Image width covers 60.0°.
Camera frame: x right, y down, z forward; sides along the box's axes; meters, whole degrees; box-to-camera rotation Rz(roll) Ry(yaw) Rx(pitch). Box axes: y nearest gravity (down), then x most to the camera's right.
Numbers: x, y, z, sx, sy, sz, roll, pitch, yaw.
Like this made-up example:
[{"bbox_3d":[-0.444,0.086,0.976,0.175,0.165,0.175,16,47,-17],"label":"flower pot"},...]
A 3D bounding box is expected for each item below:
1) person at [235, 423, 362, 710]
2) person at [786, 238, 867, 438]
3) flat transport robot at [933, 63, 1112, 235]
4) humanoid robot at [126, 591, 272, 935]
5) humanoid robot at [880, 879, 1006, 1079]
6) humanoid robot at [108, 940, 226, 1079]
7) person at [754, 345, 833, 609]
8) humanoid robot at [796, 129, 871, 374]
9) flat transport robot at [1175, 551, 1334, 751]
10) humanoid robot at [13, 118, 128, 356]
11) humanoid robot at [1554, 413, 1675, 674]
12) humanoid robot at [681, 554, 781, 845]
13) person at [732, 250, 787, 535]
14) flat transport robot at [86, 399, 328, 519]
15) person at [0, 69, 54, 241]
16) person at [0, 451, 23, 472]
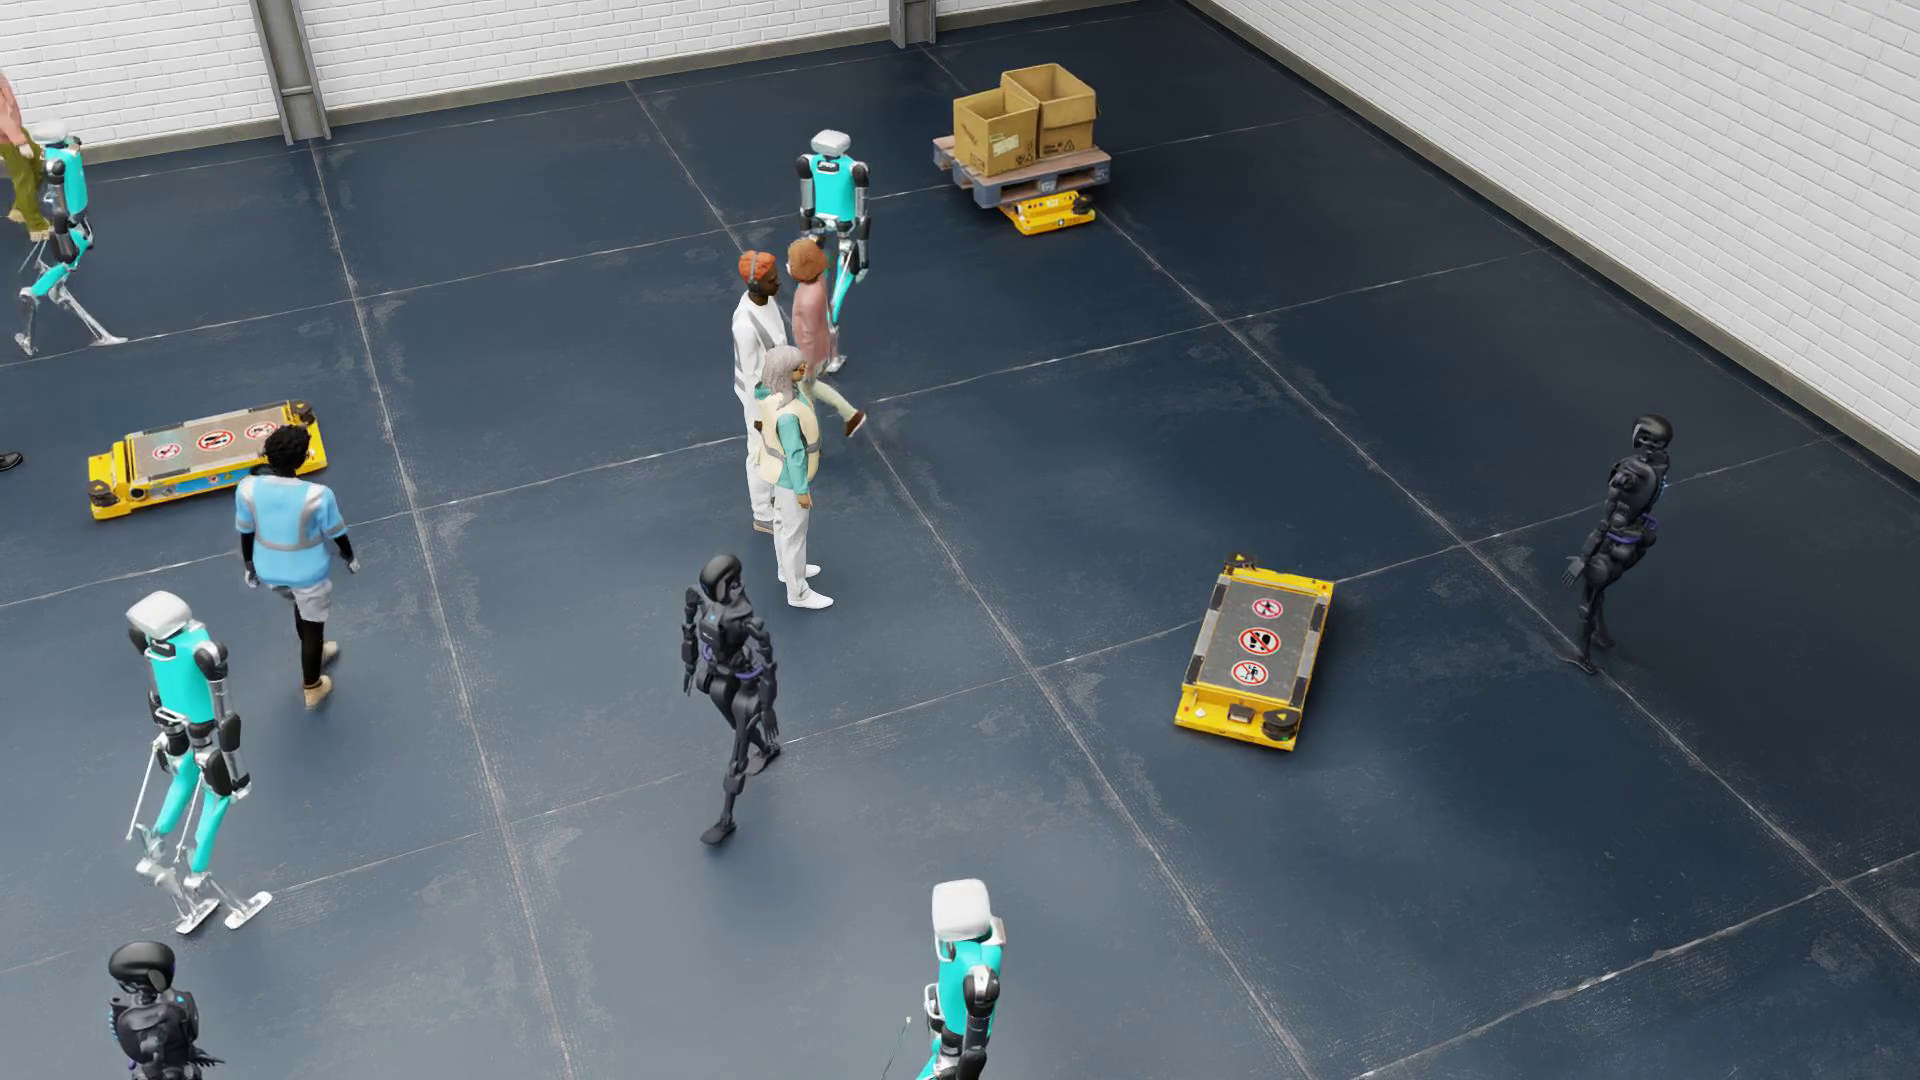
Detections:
[{"bbox_3d":[-3.533,0.141,8.947,0.553,1.650,0.613,5,38,7],"label":"person"},{"bbox_3d":[-0.929,-1.225,10.754,0.508,1.615,0.508,1,38,1],"label":"person"},{"bbox_3d":[0.534,-3.037,14.226,0.659,0.231,1.431,-16,40,-20],"label":"flat transport robot"},{"bbox_3d":[-3.612,1.128,7.582,0.564,1.735,0.851,18,41,22],"label":"humanoid robot"},{"bbox_3d":[-0.143,2.009,6.453,0.920,1.769,0.546,-5,38,-6],"label":"humanoid robot"},{"bbox_3d":[-3.043,2.152,6.319,0.510,1.636,0.611,-14,40,-17],"label":"humanoid robot"},{"bbox_3d":[-0.982,-0.363,9.564,0.366,1.709,0.462,-10,39,-12],"label":"person"},{"bbox_3d":[-0.945,-1.838,11.544,0.537,1.877,0.738,13,40,17],"label":"humanoid robot"},{"bbox_3d":[1.703,0.605,9.486,0.659,0.231,1.431,11,39,15],"label":"flat transport robot"},{"bbox_3d":[-6.556,-2.102,11.839,0.949,1.803,0.530,-5,38,-7],"label":"humanoid robot"},{"bbox_3d":[3.558,0.035,9.076,0.612,1.650,0.334,-27,45,-31],"label":"humanoid robot"},{"bbox_3d":[-1.162,0.712,8.236,0.616,1.613,0.798,22,43,26],"label":"humanoid robot"},{"bbox_3d":[-1.179,-0.897,10.117,0.354,1.883,0.572,3,38,4],"label":"person"},{"bbox_3d":[-4.974,-0.546,10.984,1.431,0.231,0.659,-15,40,-19],"label":"flat transport robot"},{"bbox_3d":[-7.530,-3.225,13.197,0.428,1.819,0.529,-14,40,-18],"label":"person"},{"bbox_3d":[-6.540,-1.276,10.571,0.542,1.933,0.366,21,42,25],"label":"person"}]
